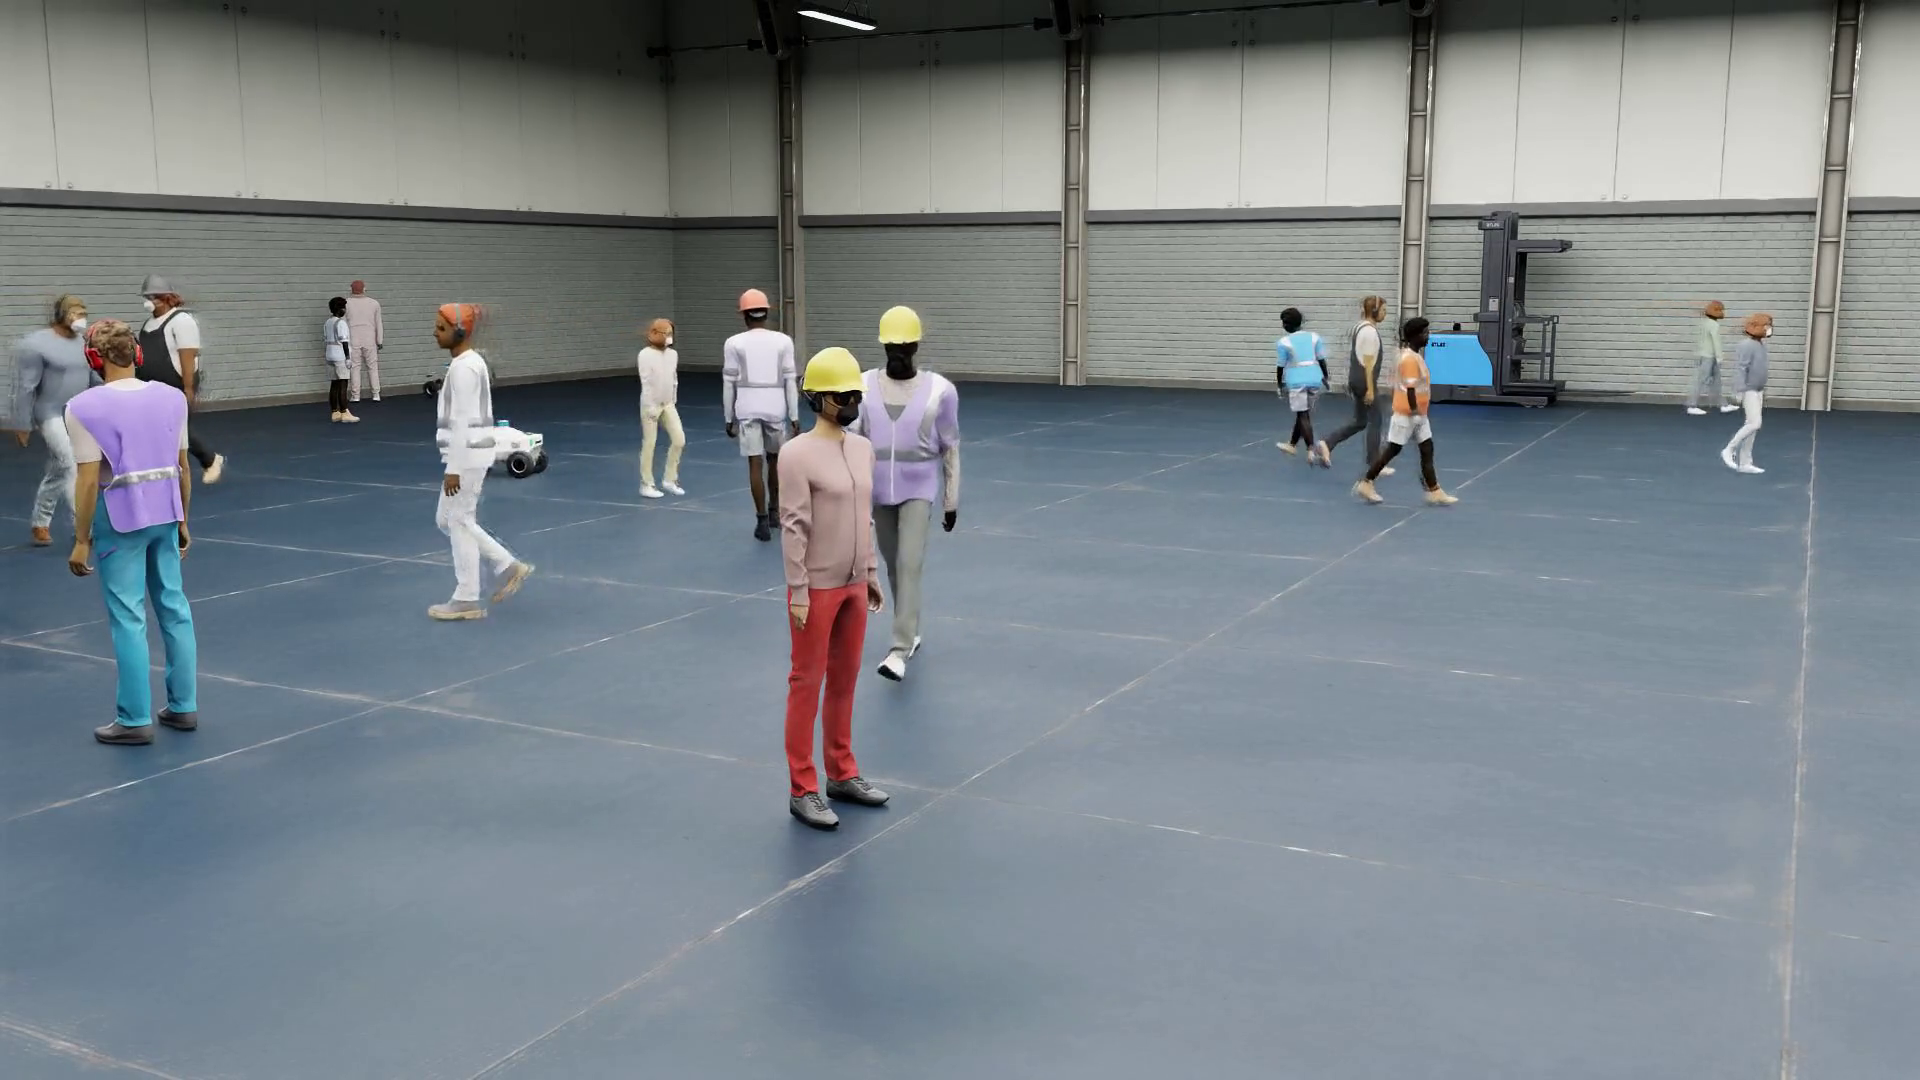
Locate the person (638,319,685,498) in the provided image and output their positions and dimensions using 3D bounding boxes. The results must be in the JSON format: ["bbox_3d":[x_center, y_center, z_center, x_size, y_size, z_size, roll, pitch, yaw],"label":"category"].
[{"bbox_3d":[-2.695,-1.186,15.034,0.501,1.615,0.514,7,12,37],"label":"person"}]

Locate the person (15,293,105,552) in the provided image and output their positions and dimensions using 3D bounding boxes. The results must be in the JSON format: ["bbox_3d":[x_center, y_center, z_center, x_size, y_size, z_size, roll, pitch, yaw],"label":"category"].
[{"bbox_3d":[-6.652,-0.870,12.296,0.955,1.894,0.636,3,10,18],"label":"person"}]

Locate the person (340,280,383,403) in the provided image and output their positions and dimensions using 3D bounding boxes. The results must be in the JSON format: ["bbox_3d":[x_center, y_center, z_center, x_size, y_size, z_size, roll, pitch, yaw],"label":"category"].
[{"bbox_3d":[-9.334,-3.093,25.915,0.651,1.904,0.404,-5,10,-27],"label":"person"}]

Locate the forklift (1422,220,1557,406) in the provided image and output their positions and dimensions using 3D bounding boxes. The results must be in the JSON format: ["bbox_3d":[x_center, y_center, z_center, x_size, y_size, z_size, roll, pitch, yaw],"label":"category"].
[{"bbox_3d":[8.245,-3.527,25.720,1.873,2.768,1.129,5,10,27],"label":"forklift"}]

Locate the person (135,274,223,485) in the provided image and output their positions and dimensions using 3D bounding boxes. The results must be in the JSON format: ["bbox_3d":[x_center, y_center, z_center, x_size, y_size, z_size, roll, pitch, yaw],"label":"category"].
[{"bbox_3d":[-7.225,-1.405,15.211,0.692,2.000,0.639,6,11,33],"label":"person"}]

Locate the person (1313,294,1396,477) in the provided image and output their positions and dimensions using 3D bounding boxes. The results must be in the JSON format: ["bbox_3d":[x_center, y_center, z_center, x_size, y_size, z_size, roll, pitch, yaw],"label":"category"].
[{"bbox_3d":[3.988,-1.547,16.663,0.737,1.820,0.508,0,9,0],"label":"person"}]

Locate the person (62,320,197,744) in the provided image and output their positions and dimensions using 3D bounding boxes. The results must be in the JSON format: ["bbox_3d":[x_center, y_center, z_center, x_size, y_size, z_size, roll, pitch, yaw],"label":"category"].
[{"bbox_3d":[-3.599,-0.036,7.264,0.389,1.837,0.563,5,10,27],"label":"person"}]

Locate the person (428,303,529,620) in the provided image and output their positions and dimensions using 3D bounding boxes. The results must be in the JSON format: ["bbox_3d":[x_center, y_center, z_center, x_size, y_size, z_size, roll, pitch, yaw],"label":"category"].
[{"bbox_3d":[-2.901,-0.463,9.826,0.479,1.868,0.578,-3,10,-17],"label":"person"}]

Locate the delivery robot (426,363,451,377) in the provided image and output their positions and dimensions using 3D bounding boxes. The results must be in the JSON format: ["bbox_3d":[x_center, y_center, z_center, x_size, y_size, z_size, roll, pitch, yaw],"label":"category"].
[{"bbox_3d":[-8.342,-2.777,27.155,0.698,0.223,0.335,0,9,-3],"label":"delivery robot"}]

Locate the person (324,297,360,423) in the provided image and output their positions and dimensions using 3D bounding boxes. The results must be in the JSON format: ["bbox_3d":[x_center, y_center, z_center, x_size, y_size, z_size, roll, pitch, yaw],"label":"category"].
[{"bbox_3d":[-8.419,-2.446,22.571,0.532,1.693,0.319,9,13,43],"label":"person"}]

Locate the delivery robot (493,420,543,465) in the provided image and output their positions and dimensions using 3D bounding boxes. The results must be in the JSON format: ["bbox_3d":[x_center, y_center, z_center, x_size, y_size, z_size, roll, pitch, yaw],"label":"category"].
[{"bbox_3d":[-4.591,-0.962,16.764,0.707,0.478,0.477,1,9,6],"label":"delivery robot"}]

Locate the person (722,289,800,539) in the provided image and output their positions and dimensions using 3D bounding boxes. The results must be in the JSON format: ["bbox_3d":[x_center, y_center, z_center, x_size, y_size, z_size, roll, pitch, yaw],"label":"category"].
[{"bbox_3d":[-1.576,-0.997,13.014,0.570,1.893,0.901,-3,10,-15],"label":"person"}]

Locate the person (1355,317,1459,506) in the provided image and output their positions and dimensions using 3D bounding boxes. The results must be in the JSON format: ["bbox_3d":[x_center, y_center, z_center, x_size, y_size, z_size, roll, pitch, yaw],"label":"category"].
[{"bbox_3d":[3.911,-1.128,14.564,0.873,1.655,0.540,4,10,23],"label":"person"}]

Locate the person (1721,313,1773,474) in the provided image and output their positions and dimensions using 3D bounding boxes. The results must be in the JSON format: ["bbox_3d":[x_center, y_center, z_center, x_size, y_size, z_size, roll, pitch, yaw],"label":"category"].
[{"bbox_3d":[8.033,-1.483,16.832,0.526,1.619,0.352,-8,12,-41],"label":"person"}]

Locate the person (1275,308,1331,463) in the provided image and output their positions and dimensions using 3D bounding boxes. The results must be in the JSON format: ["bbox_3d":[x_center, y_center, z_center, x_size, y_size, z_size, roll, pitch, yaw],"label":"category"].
[{"bbox_3d":[3.652,-1.668,17.897,0.579,1.639,0.840,-3,10,-20],"label":"person"}]

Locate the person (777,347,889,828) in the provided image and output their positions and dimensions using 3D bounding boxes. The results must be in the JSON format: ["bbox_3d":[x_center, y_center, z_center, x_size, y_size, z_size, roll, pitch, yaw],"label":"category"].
[{"bbox_3d":[-0.471,0.166,6.240,0.308,1.769,0.524,6,11,32],"label":"person"}]

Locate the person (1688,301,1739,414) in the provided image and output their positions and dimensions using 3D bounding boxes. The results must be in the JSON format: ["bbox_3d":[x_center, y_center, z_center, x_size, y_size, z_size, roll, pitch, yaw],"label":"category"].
[{"bbox_3d":[10.809,-2.589,23.704,0.789,1.599,0.531,2,9,13],"label":"person"}]

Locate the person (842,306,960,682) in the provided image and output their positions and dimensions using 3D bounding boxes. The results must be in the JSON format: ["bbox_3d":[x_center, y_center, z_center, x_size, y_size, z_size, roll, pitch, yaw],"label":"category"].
[{"bbox_3d":[-0.316,-0.247,8.470,0.598,1.863,1.033,2,9,14],"label":"person"}]
